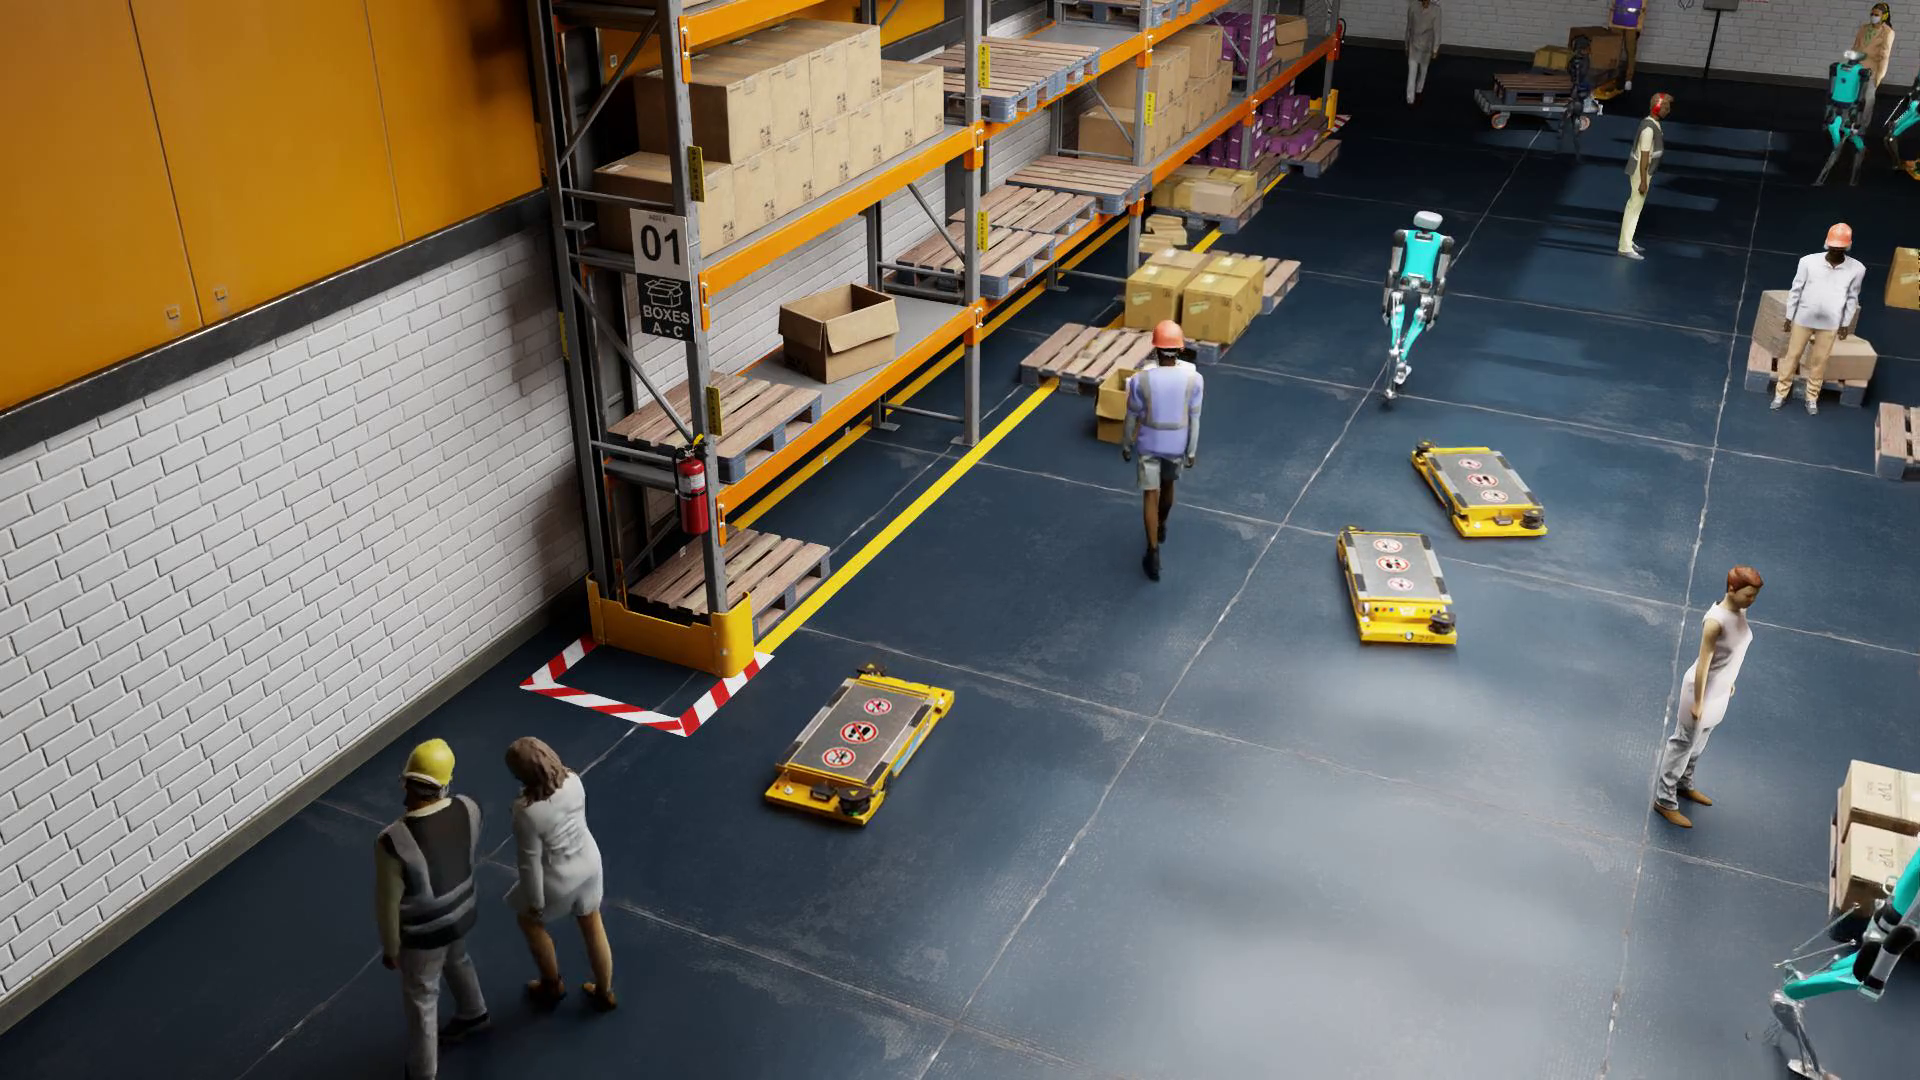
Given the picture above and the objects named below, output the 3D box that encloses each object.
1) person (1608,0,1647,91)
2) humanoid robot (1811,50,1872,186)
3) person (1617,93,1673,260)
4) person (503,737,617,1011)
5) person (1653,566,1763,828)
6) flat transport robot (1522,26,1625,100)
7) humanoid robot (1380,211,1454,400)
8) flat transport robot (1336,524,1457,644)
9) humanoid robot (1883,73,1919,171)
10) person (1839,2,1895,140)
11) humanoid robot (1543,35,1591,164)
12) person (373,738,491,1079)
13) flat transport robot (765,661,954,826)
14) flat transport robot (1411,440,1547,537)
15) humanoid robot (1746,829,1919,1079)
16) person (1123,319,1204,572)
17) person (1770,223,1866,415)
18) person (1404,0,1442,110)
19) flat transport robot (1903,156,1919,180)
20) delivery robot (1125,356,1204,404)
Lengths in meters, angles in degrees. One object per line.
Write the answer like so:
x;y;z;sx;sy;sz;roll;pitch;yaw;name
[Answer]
10.323;-7.970;25.779;0.541;1.914;0.469;19;34;32;person
11.311;-5.324;21.096;0.877;1.794;0.549;-15;32;-25;humanoid robot
7.653;-4.091;18.655;0.390;1.843;0.565;11;30;20;person
-2.018;1.638;8.238;0.611;1.639;0.509;21;35;34;person
4.348;0.882;9.628;0.451;1.657;0.284;-25;37;-38;person
9.517;-7.093;25.881;1.431;0.231;0.659;22;35;35;flat transport robot
4.027;-2.011;14.909;0.556;1.715;1.030;11;30;19;humanoid robot
3.173;0.308;12.157;0.659;0.231;1.431;2;28;4;flat transport robot
12.332;-5.648;21.649;0.676;1.784;0.552;1;28;1;humanoid robot
12.613;-6.512;23.126;0.391;1.869;0.554;-15;32;-26;person
8.152;-5.867;22.132;0.600;1.635;0.612;11;30;19;humanoid robot
-2.485;1.774;7.850;0.421;1.774;0.627;13;31;22;person
-0.603;1.248;10.414;0.659;0.231;1.431;11;30;19;flat transport robot
4.202;-0.428;13.521;0.659;0.231;1.431;-1;28;-3;flat transport robot
4.118;1.885;7.791;0.827;1.870;0.550;19;34;31;humanoid robot
1.495;-0.721;12.352;0.554;1.899;0.889;-1;28;-1;person
7.652;-1.974;14.823;0.562;1.751;0.329;11;30;20;person
6.915;-7.422;24.905;0.521;1.781;0.967;7;29;13;person
13.145;-4.810;21.647;1.431;0.231;0.659;7;29;13;flat transport robot
1.829;-1.370;14.988;0.514;0.614;0.785;23;36;36;delivery robot
